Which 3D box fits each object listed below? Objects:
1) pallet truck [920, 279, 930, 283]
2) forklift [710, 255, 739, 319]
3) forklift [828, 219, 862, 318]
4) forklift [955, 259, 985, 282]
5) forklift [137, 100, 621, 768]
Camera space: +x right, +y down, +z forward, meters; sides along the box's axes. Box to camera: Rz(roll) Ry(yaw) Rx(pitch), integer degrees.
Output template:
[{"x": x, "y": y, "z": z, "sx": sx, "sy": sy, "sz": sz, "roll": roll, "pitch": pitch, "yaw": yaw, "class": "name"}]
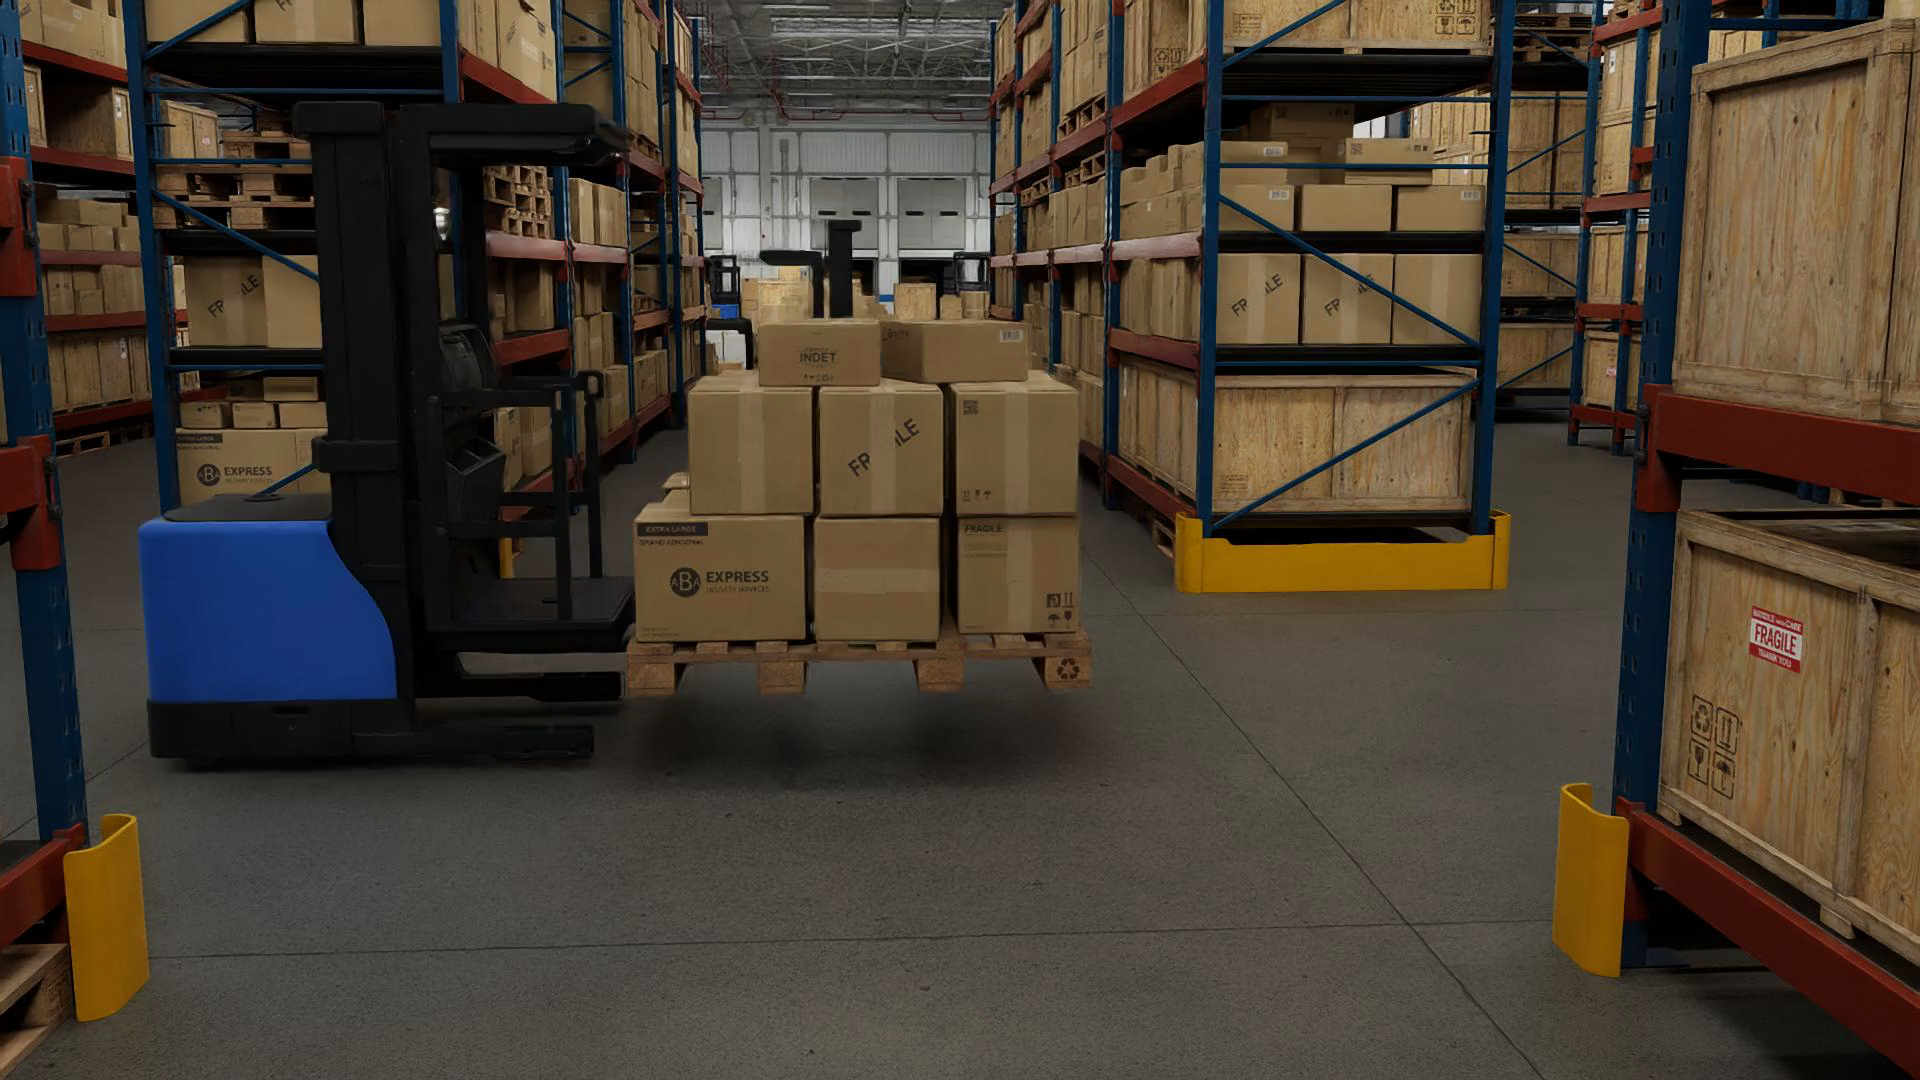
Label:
[{"x": -0.932, "y": -8.922, "z": 63.114, "sx": 1.885, "sy": 1.965, "sz": 0.823, "roll": 2, "pitch": 9, "yaw": 13, "class": "pallet truck"}, {"x": -8.368, "y": -8.713, "z": 59.038, "sx": 1.129, "sy": 2.768, "sz": 1.873, "roll": -1, "pitch": 9, "yaw": -4, "class": "forklift"}, {"x": -1.527, "y": -2.774, "z": 21.751, "sx": 1.873, "sy": 2.768, "sz": 1.129, "roll": -1, "pitch": 9, "yaw": -4, "class": "forklift"}, {"x": 0.278, "y": -7.332, "z": 50.367, "sx": 1.129, "sy": 2.768, "sz": 1.873, "roll": -2, "pitch": 9, "yaw": -10, "class": "forklift"}, {"x": -2.569, "y": -0.491, "z": 7.413, "sx": 1.873, "sy": 2.768, "sz": 1.129, "roll": -1, "pitch": 9, "yaw": -5, "class": "forklift"}]
